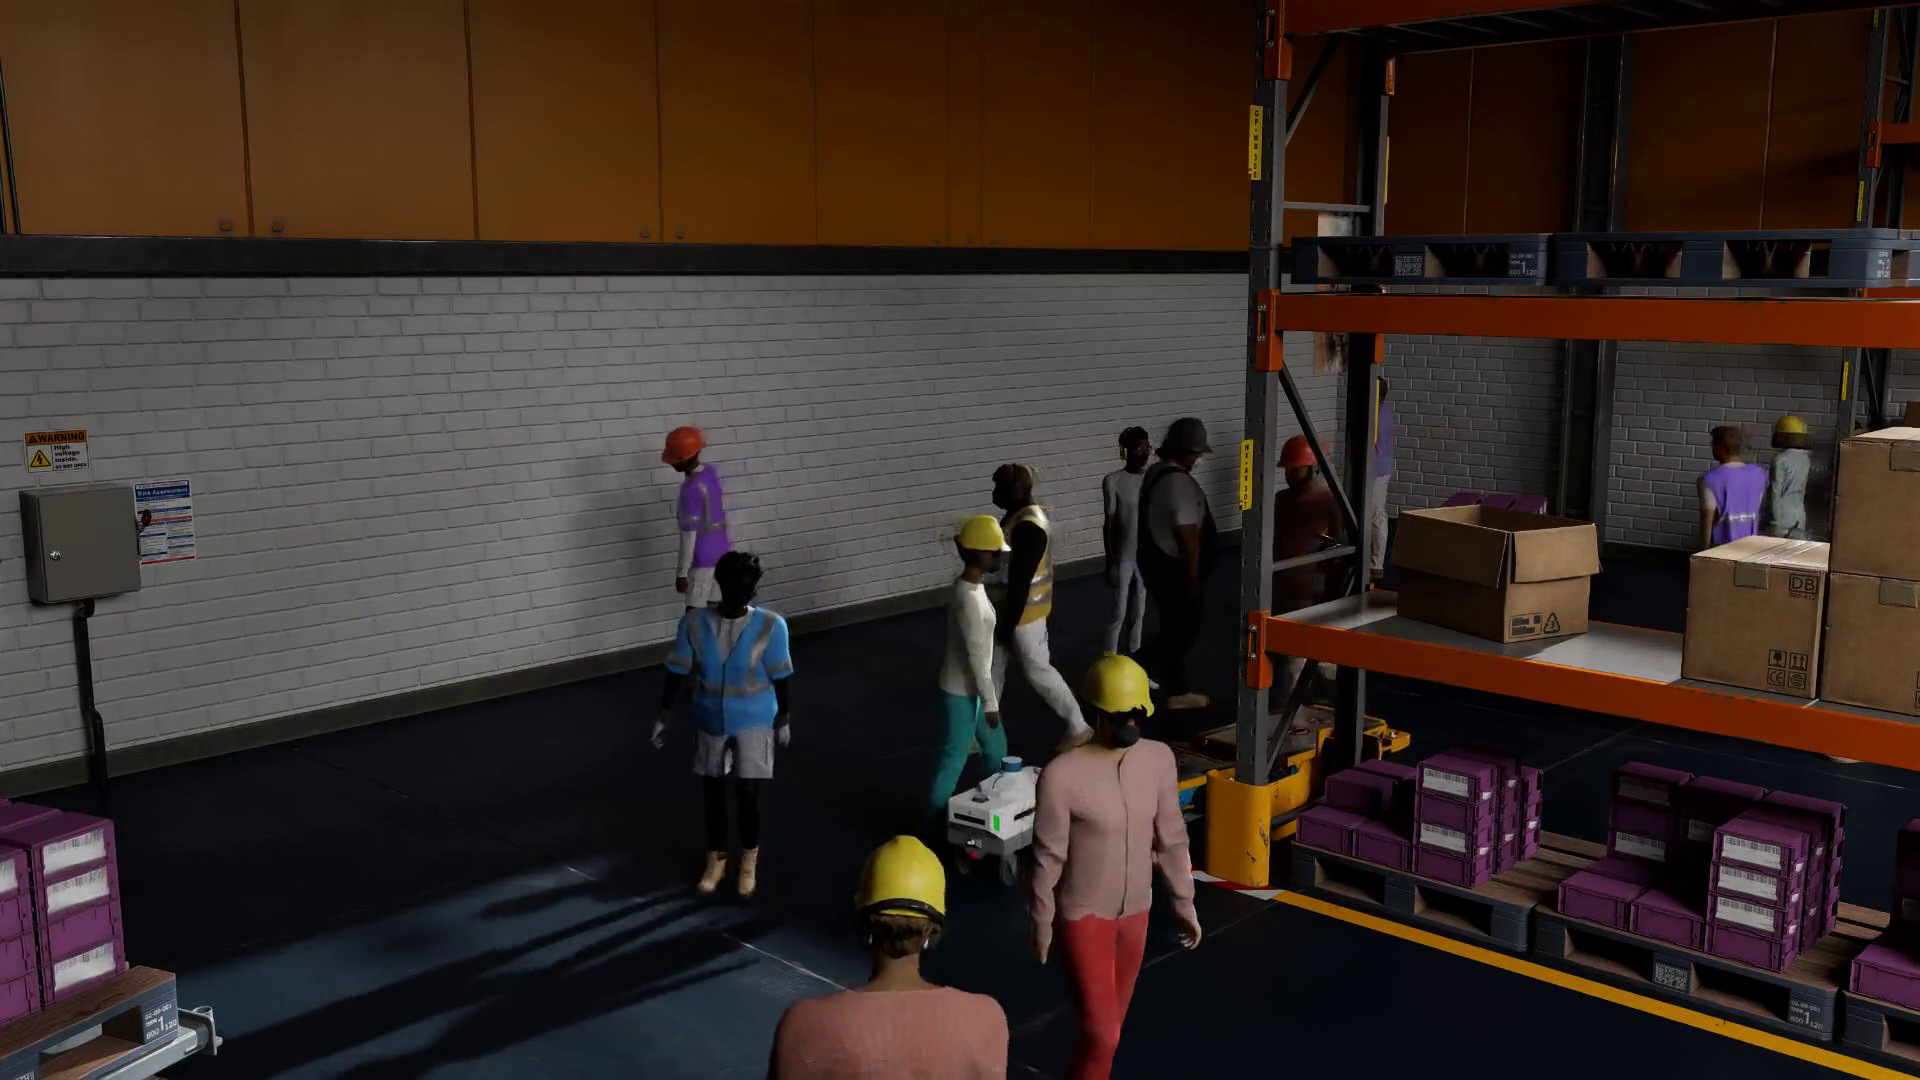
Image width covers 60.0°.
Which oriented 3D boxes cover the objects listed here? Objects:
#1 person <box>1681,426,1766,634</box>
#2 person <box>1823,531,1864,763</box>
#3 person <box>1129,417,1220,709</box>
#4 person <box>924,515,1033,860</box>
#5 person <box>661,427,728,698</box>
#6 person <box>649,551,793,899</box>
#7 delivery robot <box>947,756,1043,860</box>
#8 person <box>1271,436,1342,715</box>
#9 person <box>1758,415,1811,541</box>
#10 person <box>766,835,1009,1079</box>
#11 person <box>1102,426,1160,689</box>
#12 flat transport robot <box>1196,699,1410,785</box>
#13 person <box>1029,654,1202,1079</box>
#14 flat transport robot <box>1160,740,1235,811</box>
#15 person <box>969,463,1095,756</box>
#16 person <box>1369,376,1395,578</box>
[{"bbox_3d":[5.688,0.064,12.318,0.563,1.802,0.984,-2,9,-10],"label":"person"},{"bbox_3d":[5.382,0.412,10.000,0.429,1.844,0.626,1,9,8],"label":"person"},{"bbox_3d":[1.330,0.166,10.896,0.758,2.000,0.712,-2,9,-12],"label":"person"},{"bbox_3d":[0.158,0.744,8.269,0.749,1.737,0.541,0,9,2],"label":"person"},{"bbox_3d":[-1.797,0.132,11.613,0.376,1.891,0.705,2,9,11],"label":"person"},{"bbox_3d":[-1.100,0.862,7.753,0.626,1.670,0.411,2,9,12],"label":"person"},{"bbox_3d":[0.252,1.307,8.157,0.477,0.478,0.707,7,11,37],"label":"delivery robot"},{"bbox_3d":[2.199,0.308,10.333,1.030,1.952,0.623,-5,11,-30],"label":"person"},{"bbox_3d":[6.873,-0.189,14.015,0.518,1.719,0.639,-5,11,-29],"label":"person"},{"bbox_3d":[-0.167,1.522,3.597,0.597,1.714,0.897,-2,10,-14],"label":"person"},{"bbox_3d":[1.202,0.141,11.573,0.511,1.872,0.329,-8,12,-40],"label":"person"},{"bbox_3d":[2.018,1.209,9.912,1.431,0.197,0.652,-9,13,-43],"label":"flat transport robot"},{"bbox_3d":[0.505,1.220,5.346,0.541,1.749,0.566,-6,11,-34],"label":"person"},{"bbox_3d":[0.879,1.352,9.036,1.431,0.197,0.652,-7,12,-38],"label":"flat transport robot"},{"bbox_3d":[0.393,0.433,10.012,0.916,1.812,0.635,-2,9,-10],"label":"person"},{"bbox_3d":[3.959,-0.603,15.922,0.373,1.940,0.629,3,10,18],"label":"person"}]
